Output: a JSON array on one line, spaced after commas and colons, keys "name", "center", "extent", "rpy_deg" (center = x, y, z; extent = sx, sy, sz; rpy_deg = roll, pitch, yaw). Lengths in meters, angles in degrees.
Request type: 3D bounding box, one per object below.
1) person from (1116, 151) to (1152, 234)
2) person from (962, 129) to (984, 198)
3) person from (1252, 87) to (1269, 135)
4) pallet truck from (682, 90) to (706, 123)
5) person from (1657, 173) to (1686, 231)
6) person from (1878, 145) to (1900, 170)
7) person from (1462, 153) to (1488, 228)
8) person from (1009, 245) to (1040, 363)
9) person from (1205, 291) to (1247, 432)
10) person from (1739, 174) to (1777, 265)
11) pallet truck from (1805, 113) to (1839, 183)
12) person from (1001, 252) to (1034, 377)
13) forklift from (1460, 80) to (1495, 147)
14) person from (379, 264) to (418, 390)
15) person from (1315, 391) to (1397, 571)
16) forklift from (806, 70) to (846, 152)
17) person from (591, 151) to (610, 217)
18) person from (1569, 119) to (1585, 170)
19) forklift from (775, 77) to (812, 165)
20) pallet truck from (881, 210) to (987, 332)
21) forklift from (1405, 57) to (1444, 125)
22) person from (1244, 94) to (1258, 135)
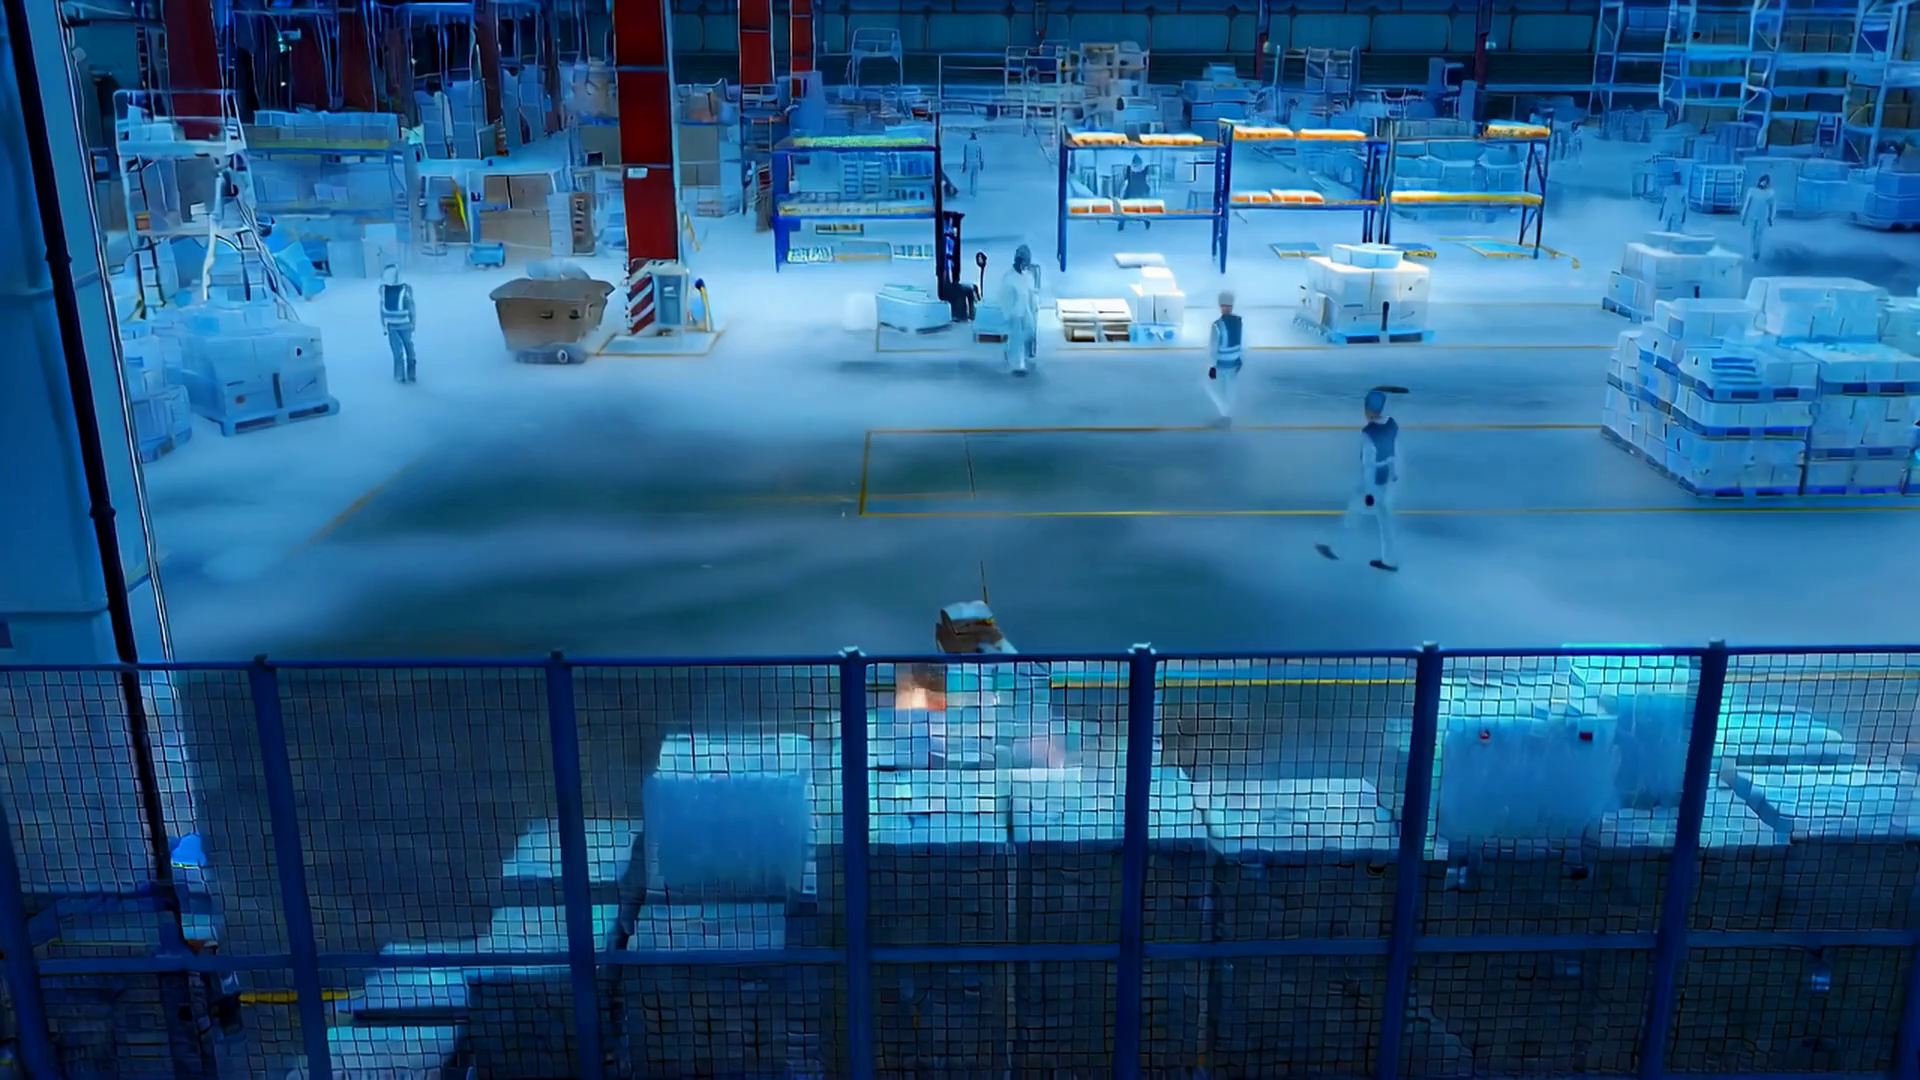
[{"name": "person", "center": [4.202, -8.426, 40.160], "extent": [0.868, 2.000, 0.581], "rpy_deg": [2, 19, 6]}, {"name": "person", "center": [0.361, -10.658, 46.996], "extent": [0.617, 1.892, 0.884], "rpy_deg": [0, 19, -1]}, {"name": "person", "center": [11.932, -16.874, 65.465], "extent": [0.760, 1.892, 0.547], "rpy_deg": [-1, 19, -3]}, {"name": "pallet truck", "center": [-9.671, -15.907, 62.421], "extent": [0.823, 1.965, 1.885], "rpy_deg": [5, 19, 15]}, {"name": "person", "center": [15.820, -7.210, 36.908], "extent": [0.994, 1.810, 0.554], "rpy_deg": [-17, 25, -42]}, {"name": "person", "center": [25.209, -9.923, 45.264], "extent": [0.675, 1.620, 0.522], "rpy_deg": [-15, 24, -37]}, {"name": "person", "center": [12.799, -8.617, 41.059], "extent": [0.441, 1.823, 0.628], "rpy_deg": [8, 20, 22]}, {"name": "person", "center": [1.012, -3.767, 26.593], "extent": [0.597, 1.882, 0.366], "rpy_deg": [-10, 21, -28]}, {"name": "person", "center": [3.586, -2.384, 22.402], "extent": [0.636, 1.929, 0.471], "rpy_deg": [-13, 23, -34]}, {"name": "person", "center": [17.135, -6.891, 35.791], "extent": [0.651, 1.915, 0.719], "rpy_deg": [11, 22, 29]}, {"name": "pallet truck", "center": [26.403, -11.957, 50.702], "extent": [0.823, 1.965, 1.885], "rpy_deg": [6, 19, 16]}, {"name": "person", "center": [0.864, -3.516, 25.777], "extent": [0.535, 1.921, 0.651], "rpy_deg": [18, 25, 42]}, {"name": "forklift", "center": [16.146, -13.225, 53.105], "extent": [1.873, 2.768, 1.129], "rpy_deg": [4, 19, 13]}, {"name": "person", "center": [-8.393, -3.183, 24.849], "extent": [0.584, 1.882, 0.344], "rpy_deg": [6, 19, 16]}, {"name": "person", "center": [4.209, -0.642, 17.324], "extent": [0.599, 1.878, 0.953], "rpy_deg": [-17, 25, -41]}, {"name": "forklift", "center": [-5.084, -15.224, 59.033], "extent": [1.873, 2.768, 1.129], "rpy_deg": [-10, 21, -26]}, {"name": "person", "center": [-9.370, -9.257, 43.174], "extent": [0.528, 1.677, 0.540], "rpy_deg": [13, 23, 34]}, {"name": "person", "center": [19.954, -12.756, 53.657], "extent": [0.542, 1.613, 0.554], "rpy_deg": [-12, 22, -31]}, {"name": "forklift", "center": [-5.919, -13.893, 55.087], "extent": [1.873, 2.768, 1.129], "rpy_deg": [-1, 19, -1]}, {"name": "pallet truck", "center": [-0.493, -4.759, 29.349], "extent": [1.885, 1.965, 0.823], "rpy_deg": [-13, 23, -34]}, {"name": "forklift", "center": [19.573, -18.503, 68.761], "extent": [1.873, 2.768, 1.129], "rpy_deg": [0, 19, -1]}, {"name": "person", "center": [11.291, -16.480, 64.603], "extent": [0.540, 1.675, 0.369], "rpy_deg": [11, 22, 30]}]
